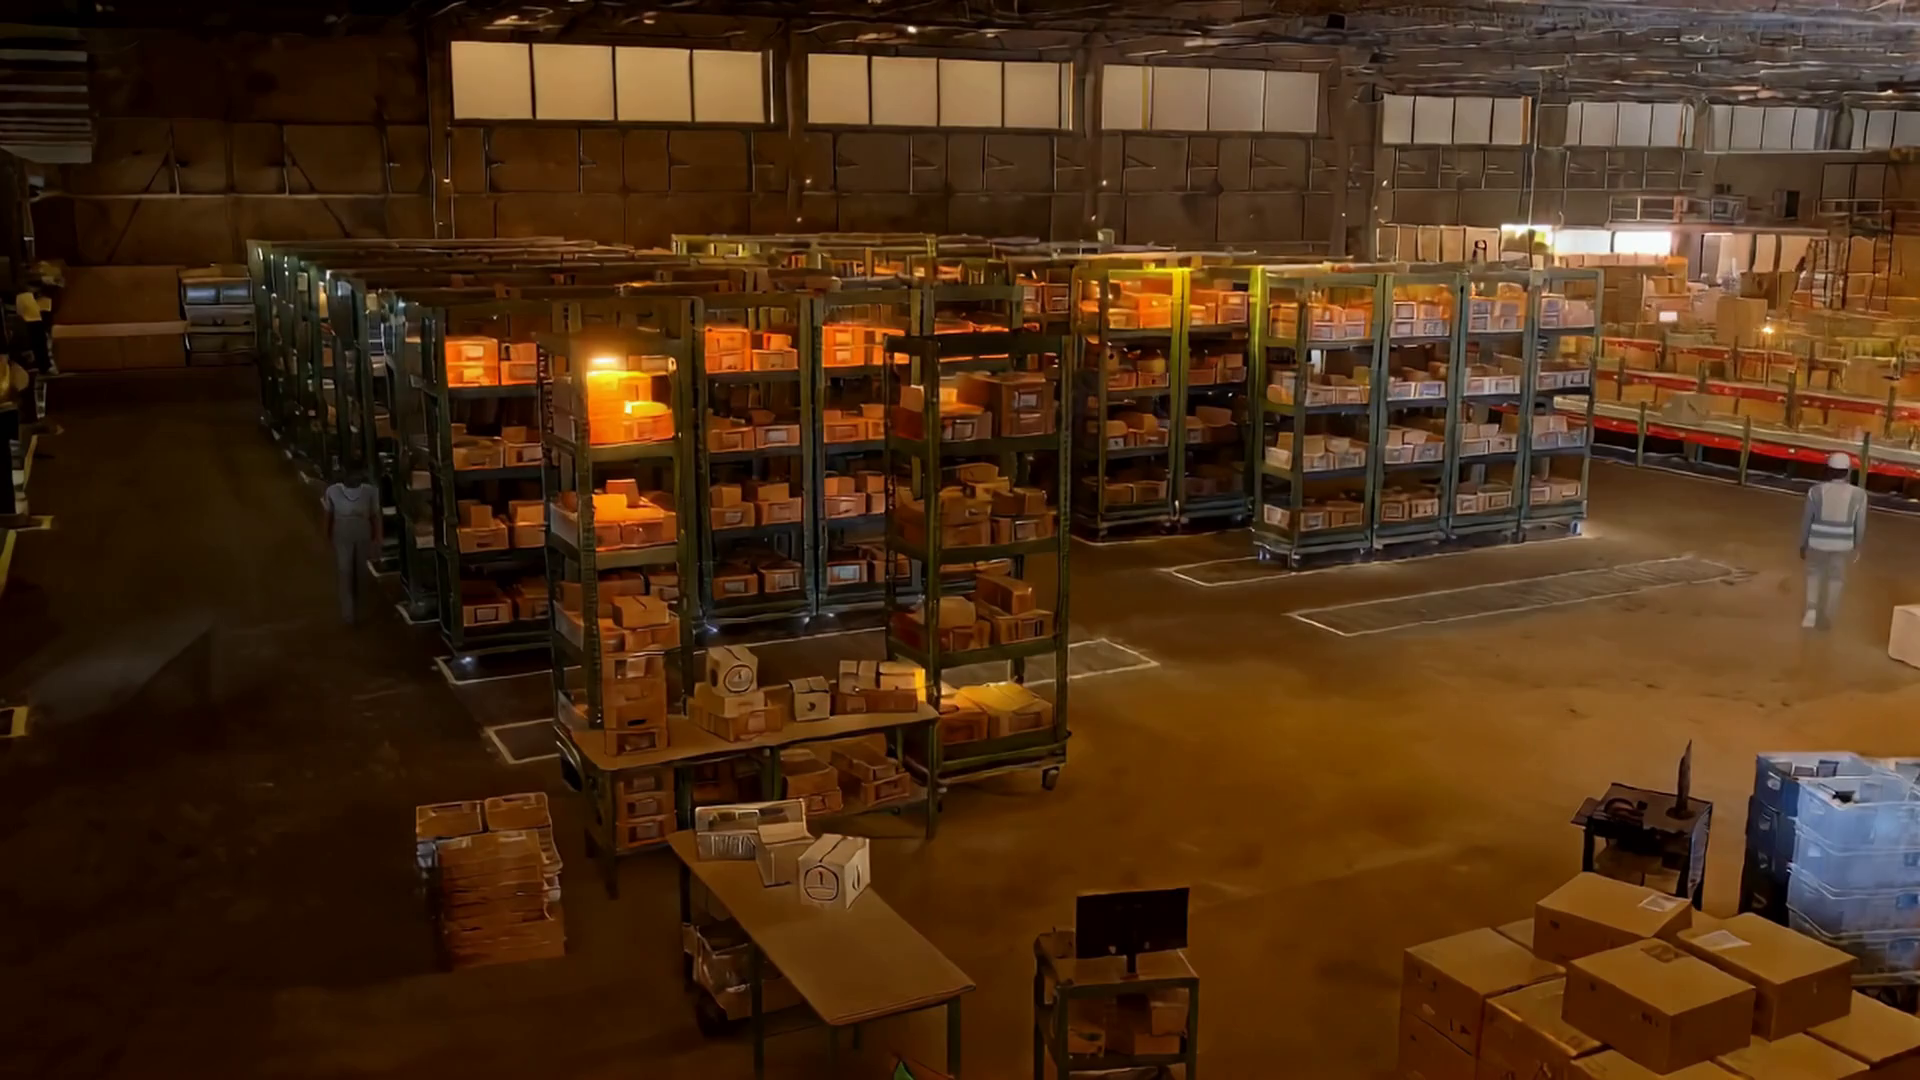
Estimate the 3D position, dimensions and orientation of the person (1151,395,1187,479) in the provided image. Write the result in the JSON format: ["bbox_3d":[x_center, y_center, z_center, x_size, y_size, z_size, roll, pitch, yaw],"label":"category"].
[{"bbox_3d":[3.292,-1.821,26.659,0.608,1.766,0.948,11,17,43],"label":"person"}]

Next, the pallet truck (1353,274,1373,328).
[{"bbox_3d":[13.011,-8.050,55.243,0.823,1.965,1.885,-7,14,-28],"label":"pallet truck"}]

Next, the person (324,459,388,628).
[{"bbox_3d":[-6.512,0.023,17.915,0.650,1.807,0.646,-7,14,-29],"label":"person"}]

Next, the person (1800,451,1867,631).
[{"bbox_3d":[9.246,0.027,17.635,0.617,1.931,0.466,7,14,30],"label":"person"}]
